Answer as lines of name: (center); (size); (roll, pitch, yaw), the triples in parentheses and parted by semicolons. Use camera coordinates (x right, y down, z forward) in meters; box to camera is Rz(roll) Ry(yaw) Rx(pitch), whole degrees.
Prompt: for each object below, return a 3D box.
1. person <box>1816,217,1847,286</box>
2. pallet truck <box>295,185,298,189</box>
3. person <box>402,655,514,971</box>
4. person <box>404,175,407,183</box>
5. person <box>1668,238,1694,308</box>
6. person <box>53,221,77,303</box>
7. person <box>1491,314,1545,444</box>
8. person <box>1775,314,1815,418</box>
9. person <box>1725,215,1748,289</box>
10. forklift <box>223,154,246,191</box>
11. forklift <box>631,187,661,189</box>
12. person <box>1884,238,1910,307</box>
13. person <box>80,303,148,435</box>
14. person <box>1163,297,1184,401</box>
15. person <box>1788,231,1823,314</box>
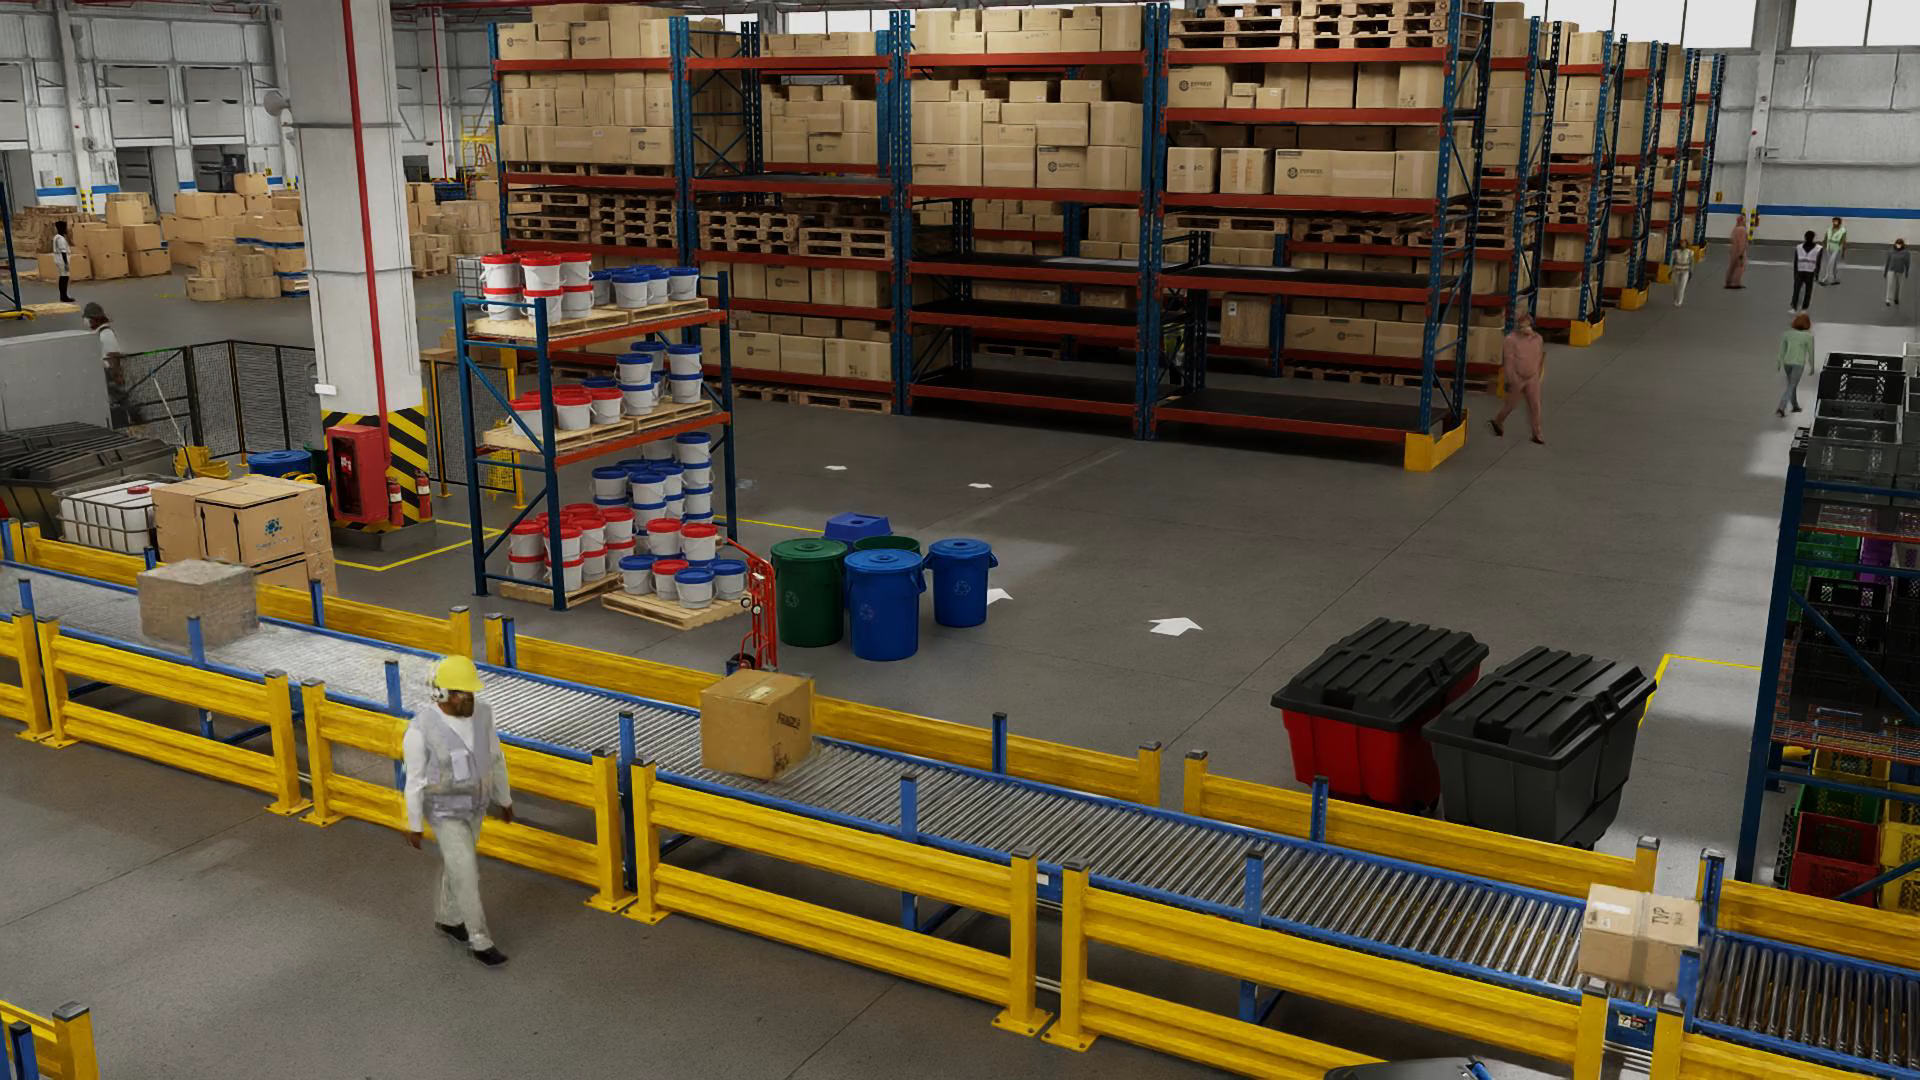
person: (22.901, -7.575, 43.668); (0.995, 1.786, 0.582); (-6, 16, -22)
pallet truck: (-26.804, -14.617, 69.738); (1.885, 1.965, 0.823); (-14, 20, -42)
person: (-2.762, 1.525, 9.418); (0.820, 1.799, 0.615); (9, 17, 30)
person: (-24.117, -15.078, 71.691); (0.586, 1.882, 0.341); (-8, 17, -27)
person: (17.030, -6.323, 39.299); (0.527, 1.615, 0.755); (7, 16, 24)
person: (-21.597, -6.697, 40.057); (0.385, 1.957, 0.606); (-11, 18, -35)
person: (8.044, -2.337, 23.867); (0.662, 1.861, 0.794); (-2, 15, -9)
person: (12.909, -2.702, 25.722); (0.855, 1.593, 0.518); (-9, 18, -32)
person: (20.077, -7.426, 42.949); (0.526, 1.876, 0.682); (-1, 15, -2)
forklift: (-26.376, -12.683, 60.780); (1.129, 2.768, 1.873); (10, 18, 34)
forklift: (-8.867, -9.045, 47.102); (1.129, 2.768, 1.873); (8, 17, 28)
person: (22.244, -6.364, 39.491); (0.506, 1.600, 0.832); (9, 17, 31)
person: (-12.346, -2.475, 24.013); (1.028, 2.000, 0.685); (-10, 18, -34)
person: (3.462, -3.113, 27.071); (0.315, 1.695, 0.541); (-3, 15, -11)
person: (19.186, -6.052, 37.754); (0.604, 1.880, 0.902); (12, 19, 38)
